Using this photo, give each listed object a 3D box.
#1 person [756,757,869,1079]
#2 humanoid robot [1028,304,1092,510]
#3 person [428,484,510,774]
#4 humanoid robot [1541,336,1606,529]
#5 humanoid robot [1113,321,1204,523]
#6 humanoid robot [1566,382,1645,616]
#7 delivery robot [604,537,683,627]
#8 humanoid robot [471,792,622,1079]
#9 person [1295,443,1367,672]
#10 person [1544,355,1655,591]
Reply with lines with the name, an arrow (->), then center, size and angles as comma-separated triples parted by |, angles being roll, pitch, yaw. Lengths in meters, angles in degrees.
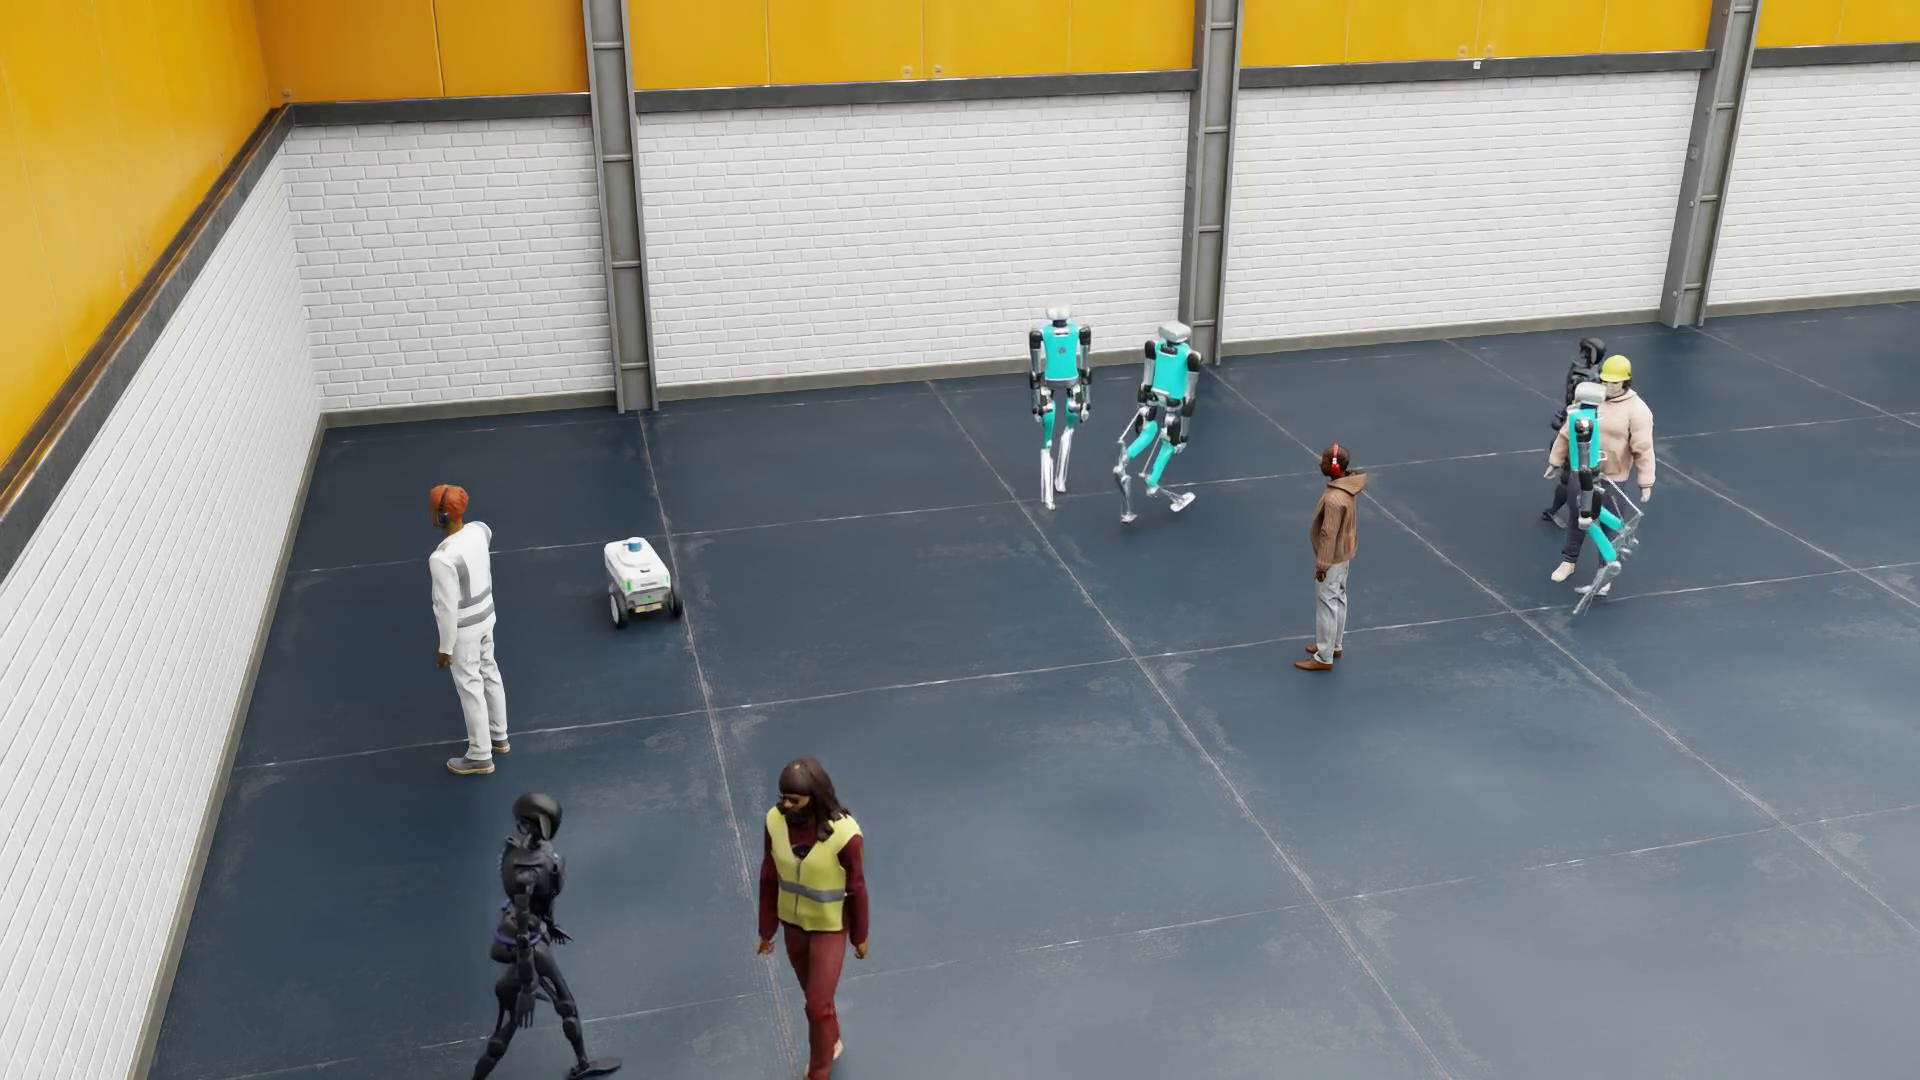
person -> -0.711, 1.793, 7.459 | 0.496, 1.741, 0.733 | 11, 26, 23
humanoid robot -> 0.831, -1.187, 14.245 | 0.561, 1.789, 0.869 | -2, 24, -5
person -> -3.017, 0.537, 10.138 | 0.356, 1.884, 0.573 | 5, 24, 10
humanoid robot -> 5.039, -0.888, 13.638 | 0.371, 1.646, 0.611 | 20, 31, 38
humanoid robot -> 1.553, -0.872, 13.528 | 0.544, 1.736, 1.020 | 20, 31, 38
humanoid robot -> 4.735, -0.267, 12.178 | 0.756, 1.789, 0.550 | 7, 25, 16
delivery robot -> -2.380, 0.291, 12.365 | 0.517, 0.611, 0.782 | -11, 26, -23
humanoid robot -> -1.987, 1.842, 7.502 | 0.742, 1.635, 0.591 | -1, 24, -2
person -> 2.549, 0.121, 11.376 | 0.327, 1.648, 0.462 | 11, 26, 22
person -> 4.852, -0.518, 12.570 | 0.796, 1.858, 0.443 | 18, 30, 36
